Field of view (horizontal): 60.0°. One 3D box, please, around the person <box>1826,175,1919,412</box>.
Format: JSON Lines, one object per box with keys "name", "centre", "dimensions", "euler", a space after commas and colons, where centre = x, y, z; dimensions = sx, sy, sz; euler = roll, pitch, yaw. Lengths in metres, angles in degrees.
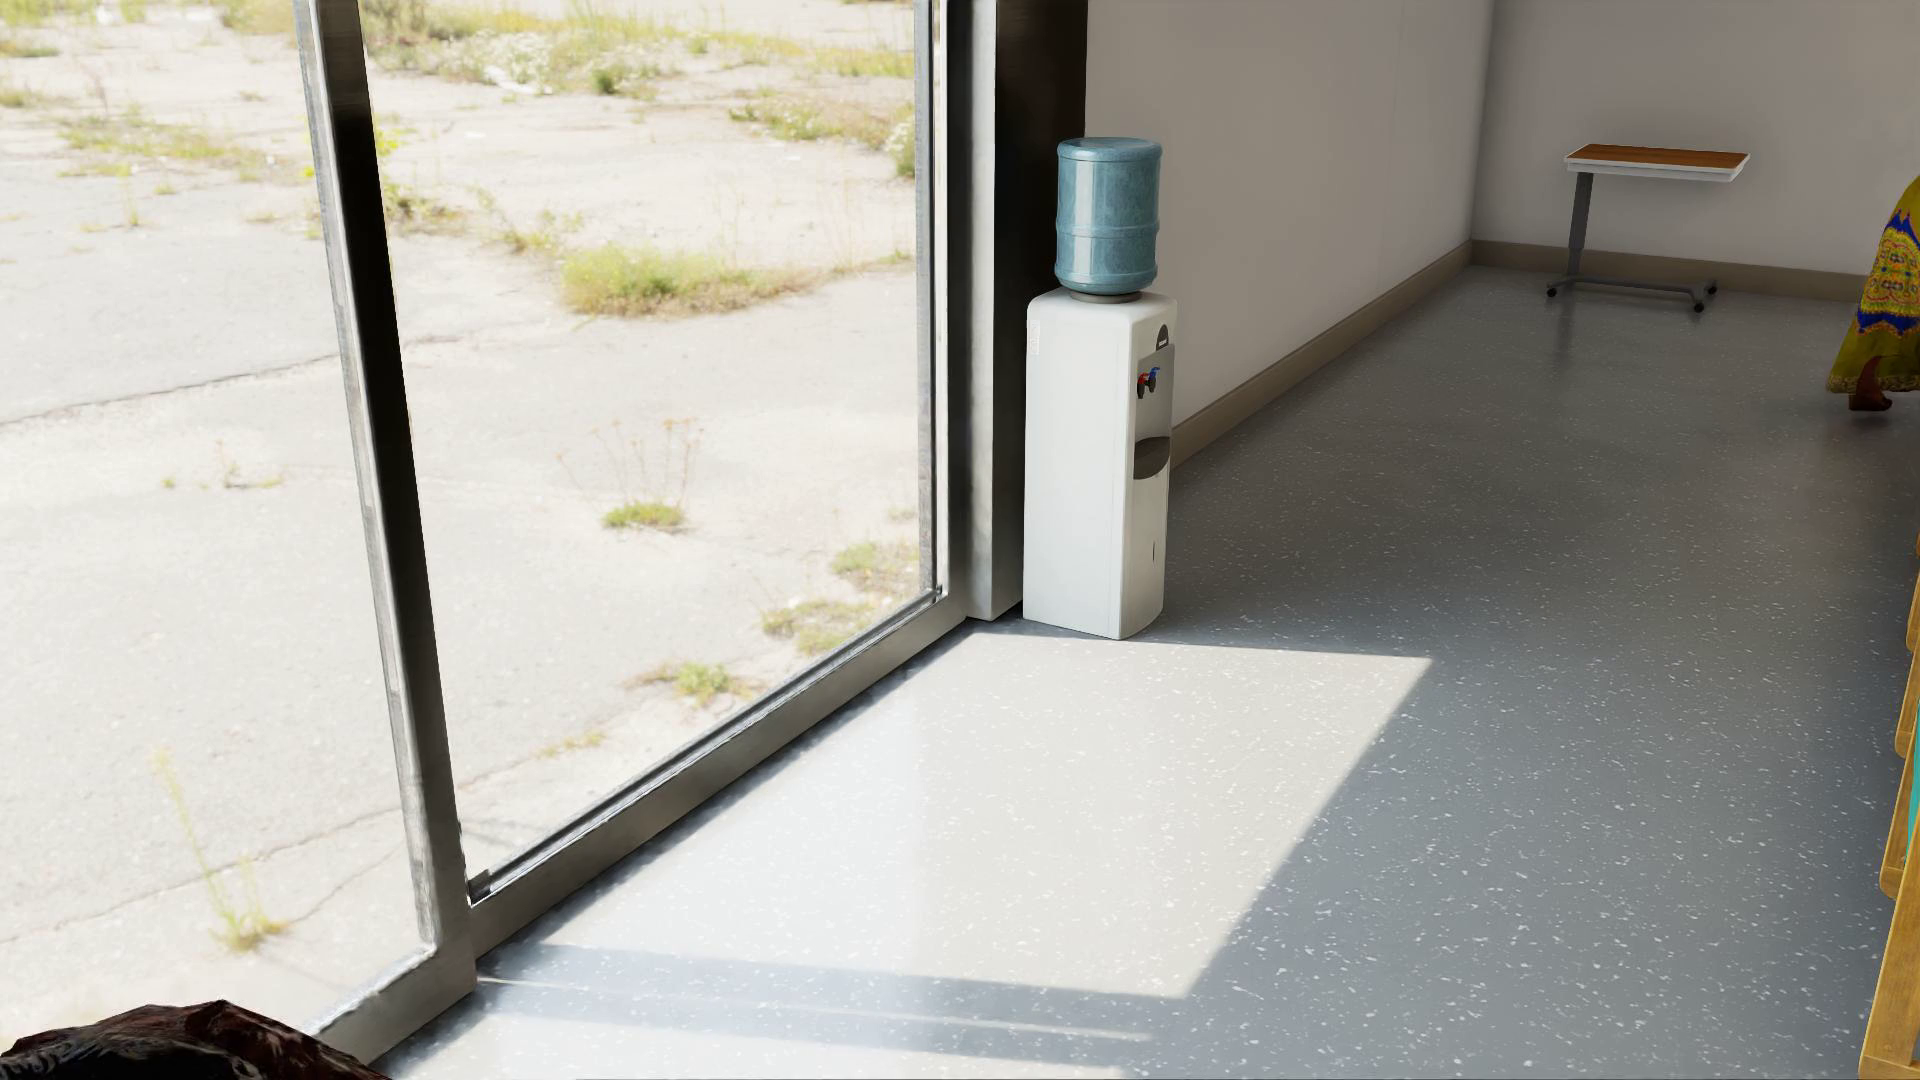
{"name": "person", "centre": [4.162, -1.293, 7.110], "dimensions": [1.278, 1.627, 1.154], "euler": [-4, 21, -9]}
